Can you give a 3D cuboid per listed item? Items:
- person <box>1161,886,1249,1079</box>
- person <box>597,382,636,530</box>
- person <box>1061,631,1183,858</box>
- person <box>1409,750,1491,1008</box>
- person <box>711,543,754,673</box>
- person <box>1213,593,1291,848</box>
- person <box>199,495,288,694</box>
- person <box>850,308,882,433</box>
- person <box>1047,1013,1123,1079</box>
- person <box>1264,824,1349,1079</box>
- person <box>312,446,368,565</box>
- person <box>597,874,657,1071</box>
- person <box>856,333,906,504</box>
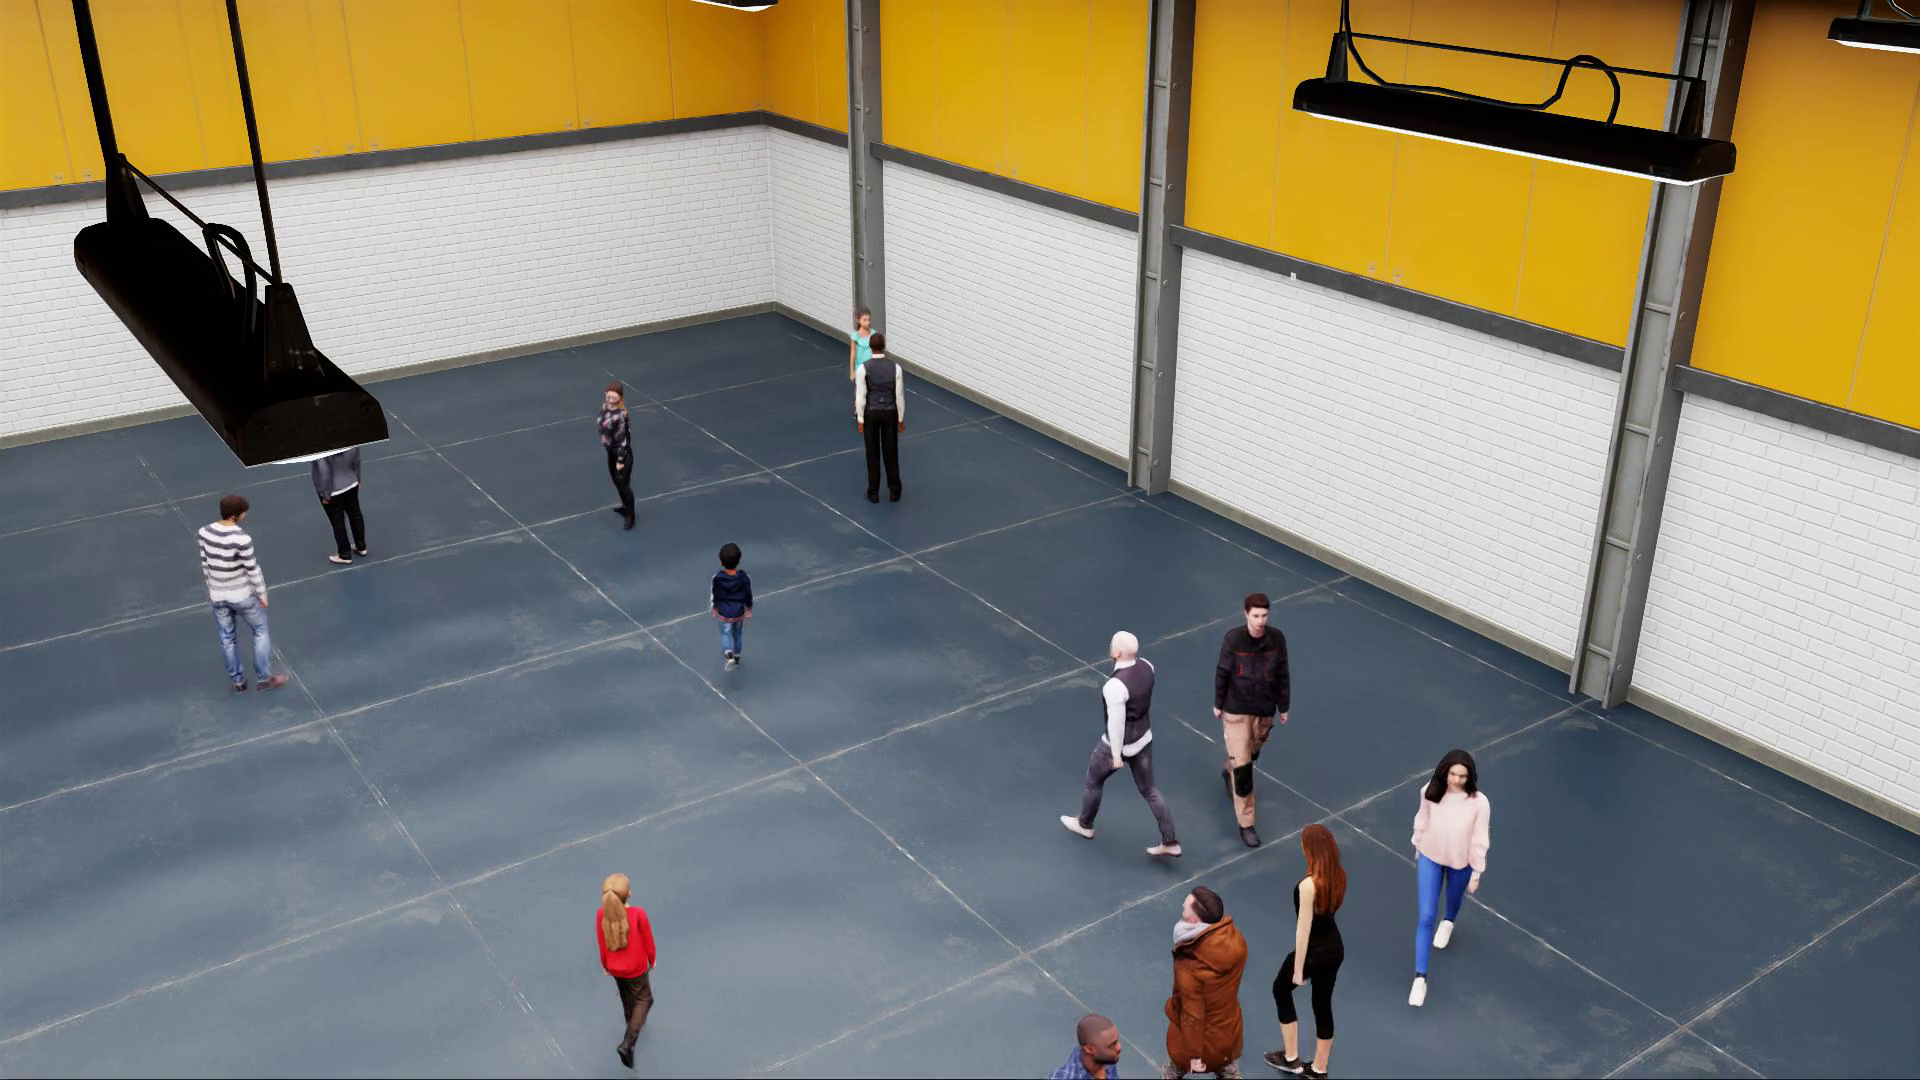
[{"bbox_3d":[1.436,2.770,9.166,1.189,1.784,0.790,22,32,40],"label":"person"},{"bbox_3d":[-3.646,-0.942,17.815,0.824,1.657,0.506,-11,26,-24],"label":"person"},{"bbox_3d":[1.279,1.519,12.034,1.310,1.778,0.905,19,30,37],"label":"person"},{"bbox_3d":[3.193,2.081,10.834,1.237,1.711,1.124,11,26,23],"label":"person"},{"bbox_3d":[-2.043,0.618,14.798,0.666,1.215,0.763,-4,24,-9],"label":"person"},{"bbox_3d":[2.162,1.250,12.514,1.065,1.886,1.330,-3,24,-8],"label":"person"},{"bbox_3d":[-6.289,0.465,14.386,0.766,1.827,0.798,-3,24,-7],"label":"person"},{"bbox_3d":[-1.197,-2.128,20.703,0.570,1.517,1.032,-15,28,-30],"label":"person"},{"bbox_3d":[0.556,3.115,8.387,1.293,1.775,1.043,11,26,24],"label":"person"},{"bbox_3d":[2.181,2.513,9.857,0.598,1.701,0.638,-20,30,-38],"label":"person"},{"bbox_3d":[-6.333,-0.537,16.965,0.803,1.596,0.782,12,27,26],"label":"person"},{"bbox_3d":[-2.037,2.622,10.147,0.800,1.268,0.848,4,24,10],"label":"person"},{"bbox_3d":[-0.885,-1.355,18.435,0.783,1.916,0.761,-3,24,-7],"label":"person"}]
